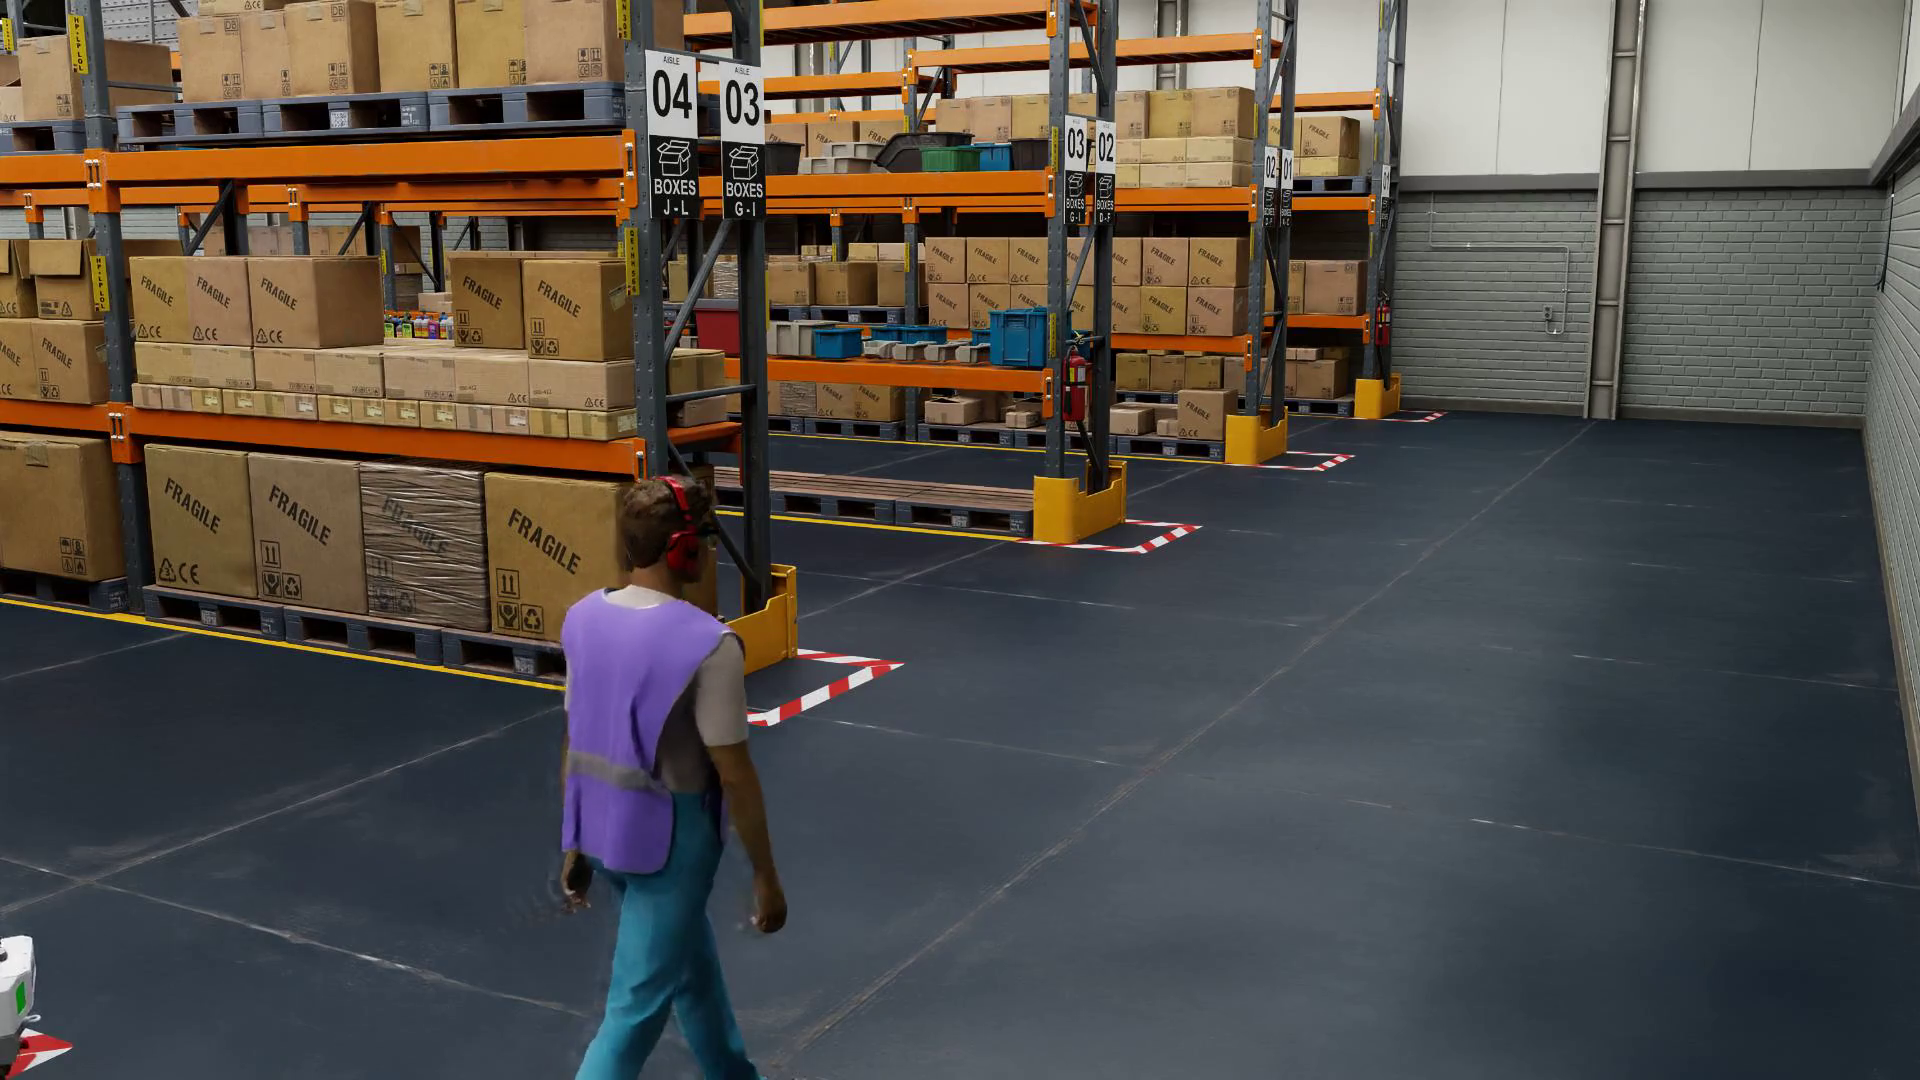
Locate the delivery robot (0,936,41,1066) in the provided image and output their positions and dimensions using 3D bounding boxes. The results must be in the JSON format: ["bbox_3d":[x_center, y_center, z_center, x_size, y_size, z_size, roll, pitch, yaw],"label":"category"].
[{"bbox_3d":[-2.825,1.243,4.366,0.707,0.478,0.477,-5,12,-27],"label":"delivery robot"}]

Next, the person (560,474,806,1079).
[{"bbox_3d":[-0.728,0.740,3.989,0.588,1.801,0.980,9,14,42],"label":"person"}]
